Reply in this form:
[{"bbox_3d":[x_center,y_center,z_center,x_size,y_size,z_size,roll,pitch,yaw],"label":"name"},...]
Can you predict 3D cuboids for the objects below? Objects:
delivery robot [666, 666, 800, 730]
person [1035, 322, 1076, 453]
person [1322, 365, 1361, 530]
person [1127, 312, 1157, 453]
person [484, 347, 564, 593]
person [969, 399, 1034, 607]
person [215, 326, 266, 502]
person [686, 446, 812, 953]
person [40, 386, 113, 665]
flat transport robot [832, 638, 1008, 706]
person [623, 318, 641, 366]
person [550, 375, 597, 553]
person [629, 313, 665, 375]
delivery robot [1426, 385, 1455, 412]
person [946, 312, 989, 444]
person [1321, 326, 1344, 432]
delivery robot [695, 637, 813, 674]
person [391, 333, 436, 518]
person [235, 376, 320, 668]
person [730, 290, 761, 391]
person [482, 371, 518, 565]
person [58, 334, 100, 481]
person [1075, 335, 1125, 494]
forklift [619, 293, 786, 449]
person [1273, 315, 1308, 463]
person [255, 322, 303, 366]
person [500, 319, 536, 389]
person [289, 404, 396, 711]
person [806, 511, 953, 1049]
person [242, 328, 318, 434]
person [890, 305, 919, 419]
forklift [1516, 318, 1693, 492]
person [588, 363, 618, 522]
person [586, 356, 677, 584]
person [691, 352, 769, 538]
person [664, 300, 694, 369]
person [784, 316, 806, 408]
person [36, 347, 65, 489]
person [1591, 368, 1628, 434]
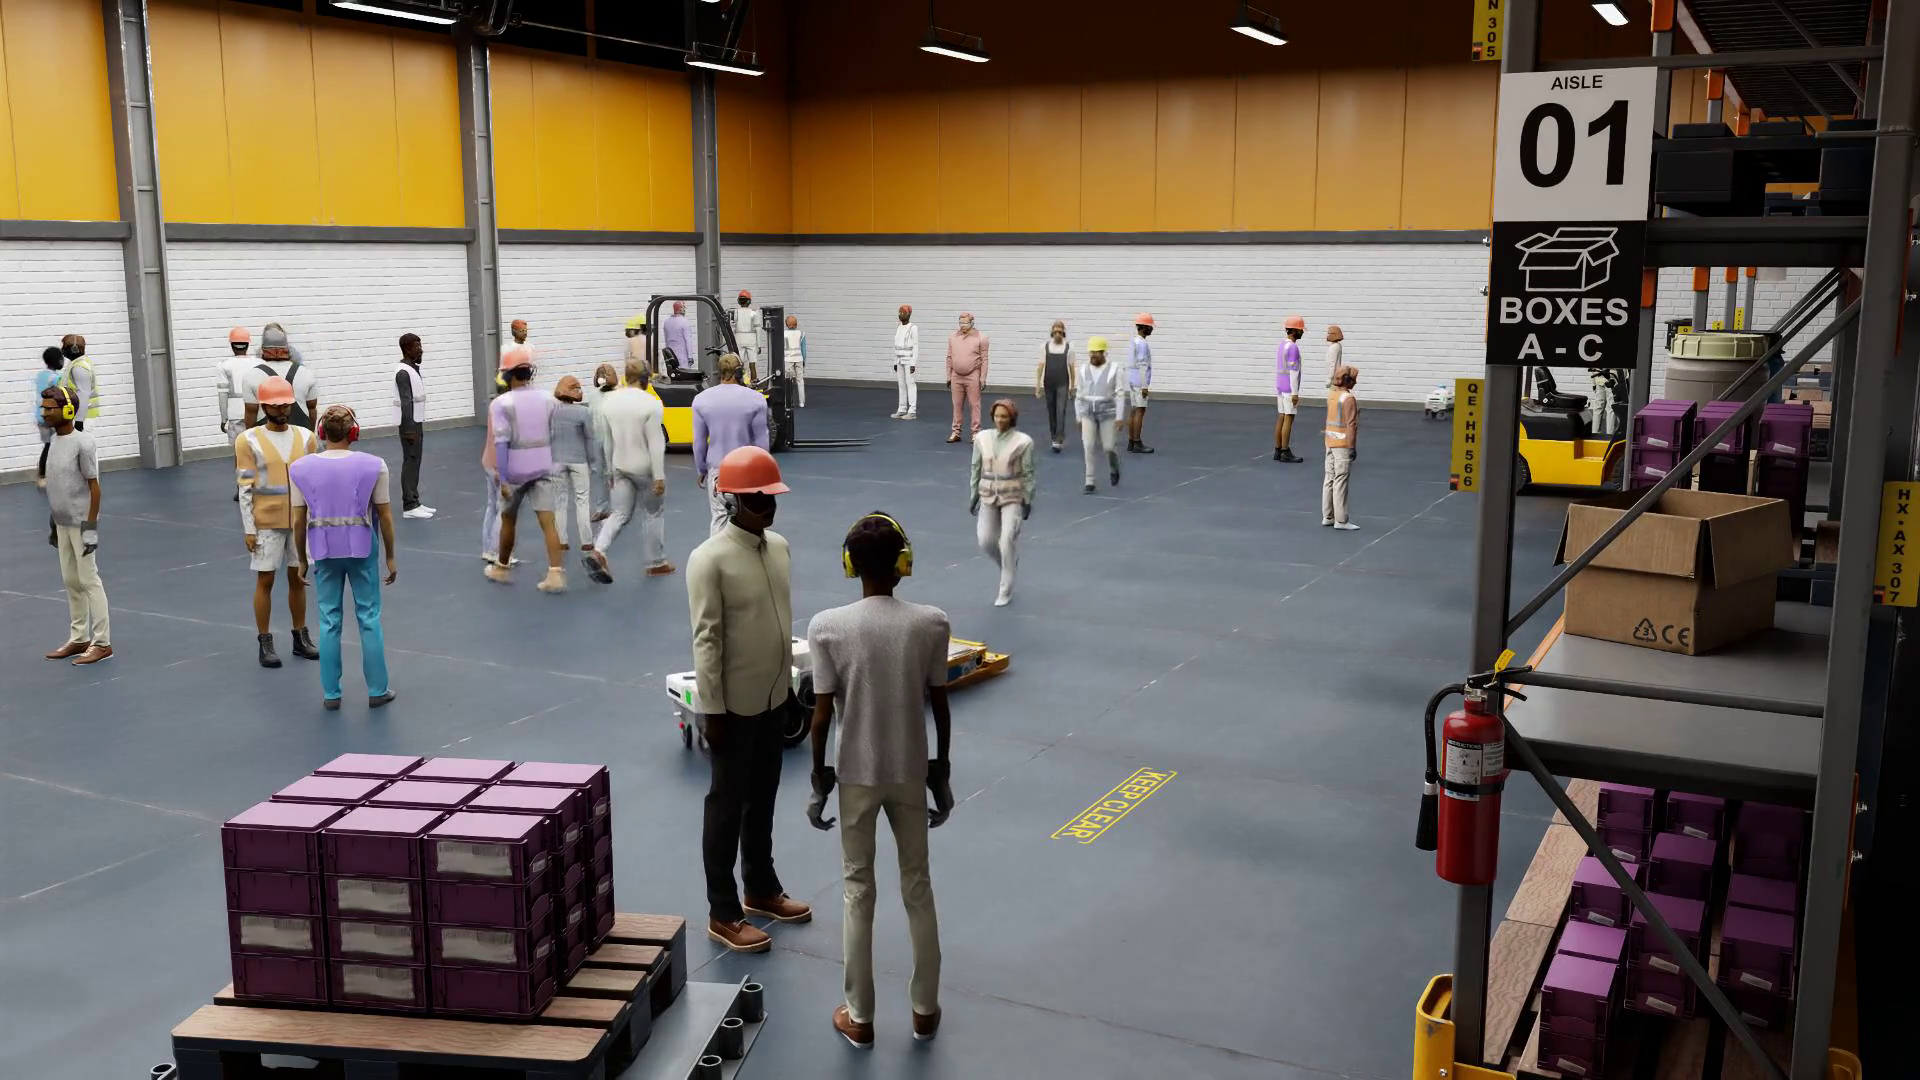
[{"bbox_3d":[-1.263,0.834,9.270,0.707,0.478,0.477,-6,11,-30],"label":"delivery robot"},{"bbox_3d":[1.328,-2.114,23.033,0.511,1.794,0.970,2,10,14],"label":"person"},{"bbox_3d":[3.797,-0.922,16.574,0.313,1.639,0.513,-2,10,-12],"label":"person"},{"bbox_3d":[2.513,-2.164,22.908,0.374,1.933,0.552,-1,10,-8],"label":"person"},{"bbox_3d":[-3.547,-0.572,13.549,0.608,1.985,1.037,-9,13,-41],"label":"person"},{"bbox_3d":[0.353,-0.314,13.097,0.529,1.622,0.544,4,11,24],"label":"person"},{"bbox_3d":[-7.913,-1.386,18.397,0.547,1.938,0.377,-6,12,-32],"label":"person"},{"bbox_3d":[-0.837,0.616,6.641,0.375,1.995,0.610,5,11,26],"label":"person"},{"bbox_3d":[-5.948,-0.098,11.136,0.517,1.873,0.328,6,12,33],"label":"person"},{"bbox_3d":[-0.352,0.812,10.491,0.652,0.197,1.431,7,12,34],"label":"flat transport robot"},{"bbox_3d":[-4.876,-2.423,24.890,0.304,1.772,0.528,-7,12,-34],"label":"person"},{"bbox_3d":[-3.569,-0.692,15.263,0.501,1.631,0.285,2,10,11],"label":"person"},{"bbox_3d":[-4.578,-2.339,24.069,0.587,1.887,0.941,9,13,42],"label":"person"},{"bbox_3d":[7.995,-2.329,27.584,0.477,0.478,0.707,7,12,34],"label":"delivery robot"},{"bbox_3d":[0.086,-2.341,24.038,0.638,1.902,0.407,4,11,21],"label":"person"},{"bbox_3d":[5.725,-2.468,25.535,0.285,1.636,0.497,4,11,22],"label":"person"},{"bbox_3d":[-1.204,0.739,9.820,0.707,0.478,0.477,-8,13,-40],"label":"delivery robot"},{"bbox_3d":[-5.718,-1.192,17.328,0.378,1.917,0.597,-2,10,-11],"label":"person"},{"bbox_3d":[-4.522,-0.130,11.121,0.375,1.939,0.546,10,14,44],"label":"person"},{"bbox_3d":[-4.077,-3.721,31.638,0.605,2.034,0.389,0,10,0],"label":"person"},{"bbox_3d":[-4.041,-0.654,14.732,0.429,1.743,0.548,-3,10,-18],"label":"person"},{"bbox_3d":[-9.908,-1.392,18.707,0.429,1.846,0.626,-5,11,-28],"label":"person"},{"bbox_3d":[1.604,-1.442,19.060,0.607,1.818,0.610,4,11,22],"label":"person"},{"bbox_3d":[-3.588,-2.317,23.042,2.313,2.155,1.214,-1,10,-5],"label":"forklift"},{"bbox_3d":[4.361,-1.990,21.897,0.376,1.935,0.550,-1,10,-6],"label":"person"},{"bbox_3d":[-8.510,-1.809,20.983,0.638,1.904,0.837,2,10,10],"label":"person"},{"bbox_3d":[-5.790,-1.964,21.900,0.337,1.882,0.584,5,11,28],"label":"person"},{"bbox_3d":[-3.690,0.112,9.989,0.569,1.844,0.377,-2,10,-12],"label":"person"},{"bbox_3d":[-0.279,0.832,5.769,0.514,1.865,0.327,-2,10,-12],"label":"person"},{"bbox_3d":[-6.527,-1.013,15.938,0.685,2.000,0.538,-8,13,-40],"label":"person"},{"bbox_3d":[-0.909,-2.941,27.552,0.355,1.884,0.575,-8,12,-37],"label":"person"},{"bbox_3d":[7.066,-1.601,18.899,2.313,2.155,1.214,5,11,27],"label":"forklift"},{"bbox_3d":[-3.584,-0.978,16.907,0.500,1.636,0.282,5,11,25],"label":"person"},{"bbox_3d":[-2.756,-0.575,13.851,0.632,1.902,0.905,5,11,28],"label":"person"},{"bbox_3d":[-1.885,-0.575,13.715,0.629,1.934,0.376,0,10,3],"label":"person"},{"bbox_3d":[-4.920,-3.268,29.367,0.648,1.913,0.409,8,12,38],"label":"person"},{"bbox_3d":[-2.963,-3.146,29.442,0.513,1.642,0.313,-5,11,-25],"label":"person"},{"bbox_3d":[-10.502,-1.408,19.319,0.549,1.654,0.434,8,13,39],"label":"person"},{"bbox_3d":[9.284,-2.255,23.746,0.404,1.825,0.601,-5,11,-26],"label":"person"}]
